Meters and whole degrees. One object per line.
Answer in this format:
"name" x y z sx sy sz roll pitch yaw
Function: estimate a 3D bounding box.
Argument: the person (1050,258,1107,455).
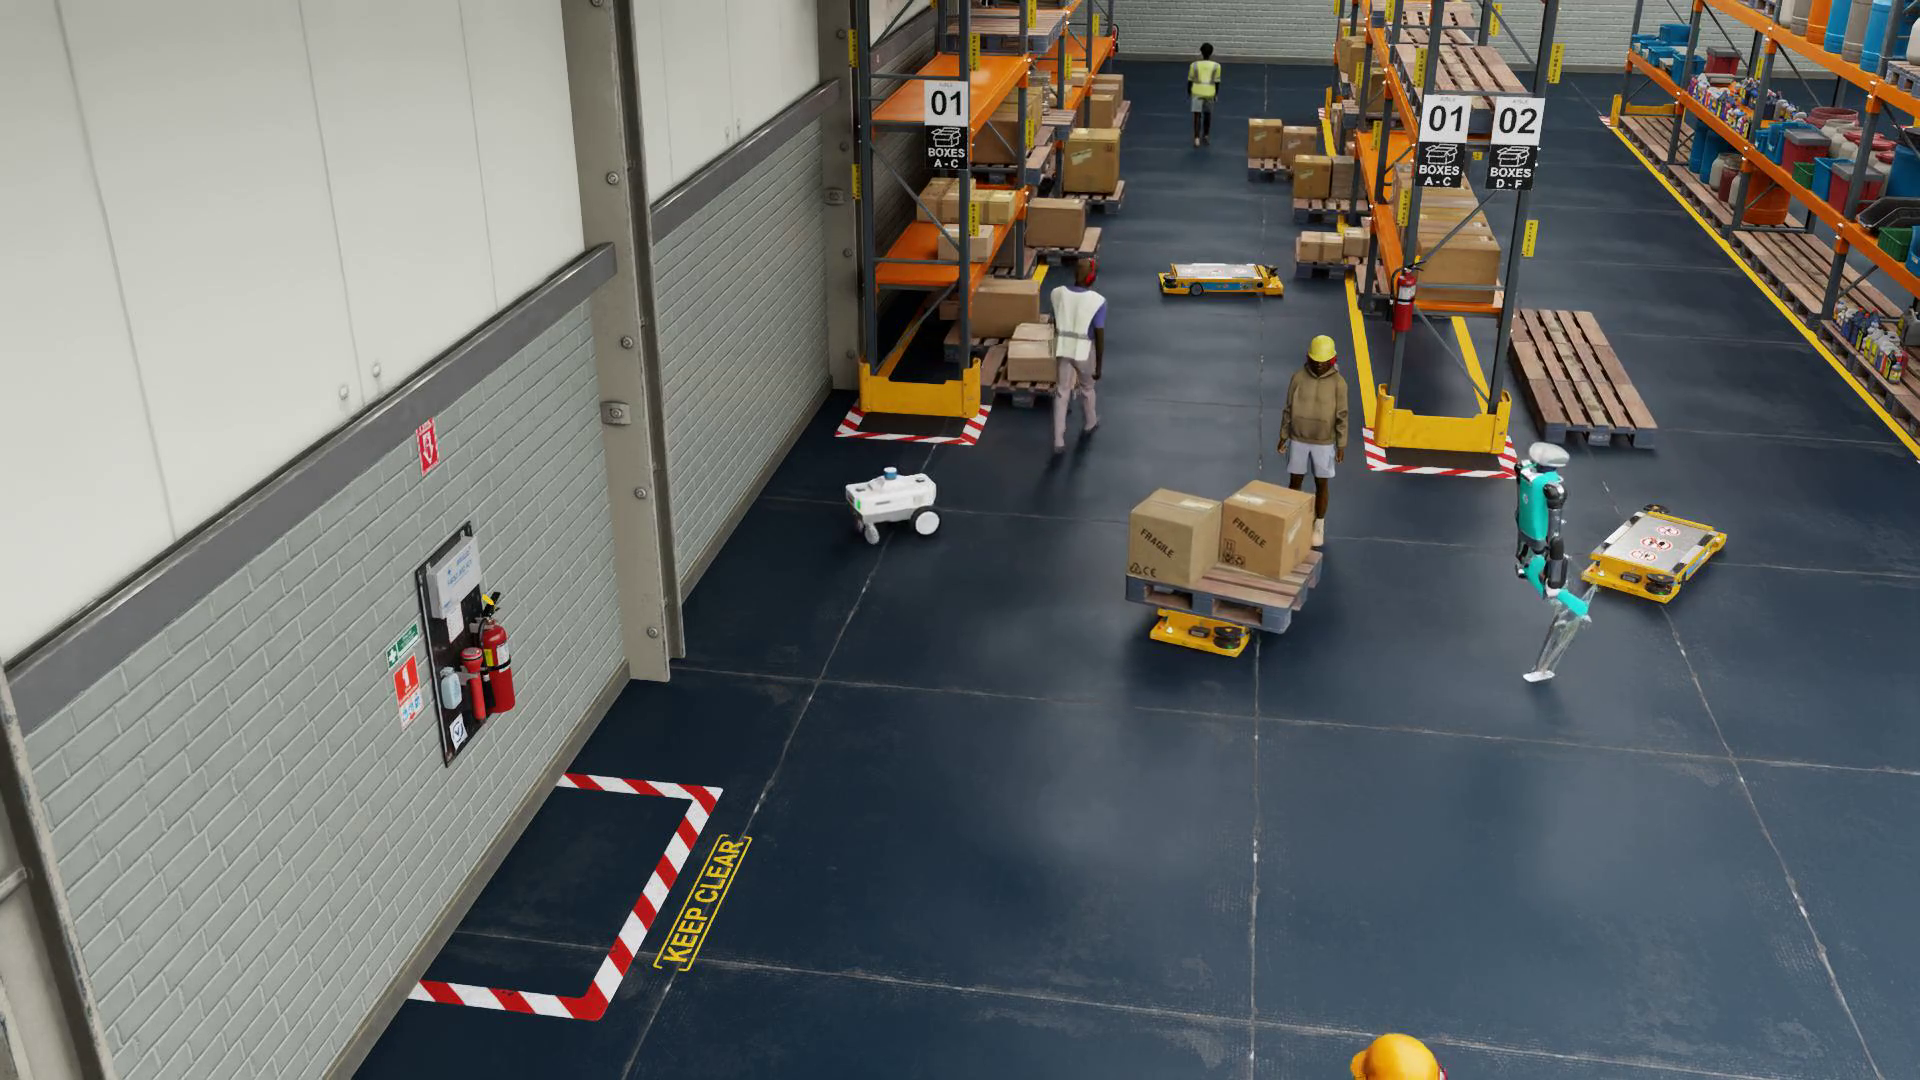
"person" 1.068 -1.696 15.191 0.553 1.787 0.996 10 27 21

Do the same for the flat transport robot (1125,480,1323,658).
"flat transport robot" 1.975 0.439 12.417 0.659 0.231 1.431 12 28 24

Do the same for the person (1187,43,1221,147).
"person" 4.016 -7.357 27.472 0.539 1.651 0.885 2 25 5

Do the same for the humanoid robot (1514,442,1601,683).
"humanoid robot" 4.051 0.183 11.238 0.708 1.801 0.530 -4 25 -9

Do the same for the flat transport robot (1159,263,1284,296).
"flat transport robot" 3.146 -3.145 20.089 1.431 0.231 0.659 1 25 1

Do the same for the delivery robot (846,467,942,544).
"delivery robot" -0.551 -0.317 13.678 0.748 0.577 0.499 -9 27 -19

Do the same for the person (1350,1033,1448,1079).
"person" 1.480 2.517 6.085 0.594 1.874 0.569 -21 32 -38

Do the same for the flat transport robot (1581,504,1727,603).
"flat transport robot" 5.507 0.098 13.149 0.659 0.231 1.431 19 31 35

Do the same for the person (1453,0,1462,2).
"person" 9.384 -9.389 31.684 0.534 1.765 0.315 14 29 28

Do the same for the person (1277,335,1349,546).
"person" 2.835 -0.815 13.345 0.542 1.757 0.414 11 27 21
